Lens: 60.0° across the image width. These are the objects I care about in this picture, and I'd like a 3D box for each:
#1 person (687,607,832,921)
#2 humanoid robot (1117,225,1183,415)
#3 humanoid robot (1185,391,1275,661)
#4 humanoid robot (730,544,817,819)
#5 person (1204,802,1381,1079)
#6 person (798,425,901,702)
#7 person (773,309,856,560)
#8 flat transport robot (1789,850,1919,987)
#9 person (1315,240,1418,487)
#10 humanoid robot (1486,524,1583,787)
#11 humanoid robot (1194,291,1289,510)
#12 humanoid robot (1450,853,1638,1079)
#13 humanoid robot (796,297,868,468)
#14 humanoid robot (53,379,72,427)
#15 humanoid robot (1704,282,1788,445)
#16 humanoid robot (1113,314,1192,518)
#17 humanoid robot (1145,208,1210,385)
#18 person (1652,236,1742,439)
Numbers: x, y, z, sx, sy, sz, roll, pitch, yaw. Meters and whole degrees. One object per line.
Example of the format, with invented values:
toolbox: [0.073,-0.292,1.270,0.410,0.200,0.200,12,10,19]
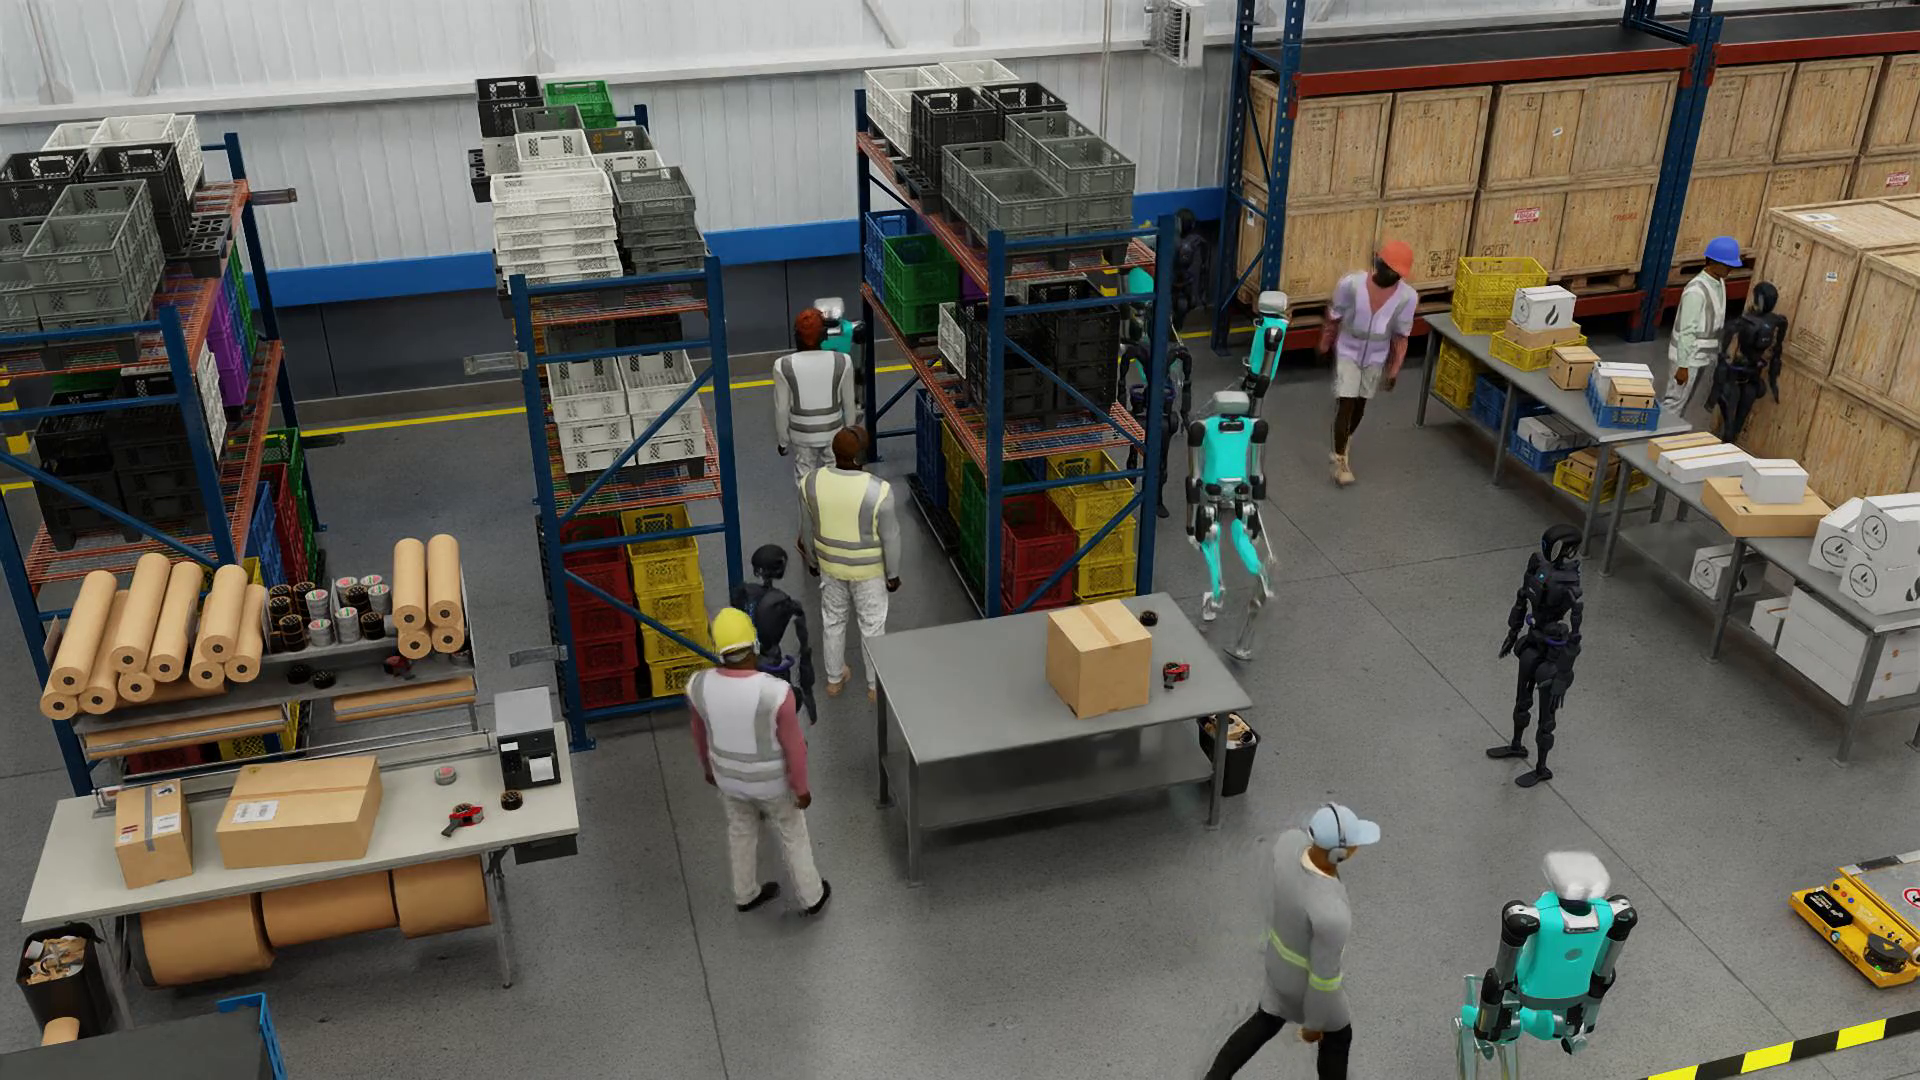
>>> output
person: [-1.039,1.160,8.457,0.629,1.815,0.446,10,30,18]
humanoid robot: [1.630,-1.655,13.664,0.539,1.819,0.666,-25,37,-37]
humanoid robot: [1.756,-0.004,10.652,0.534,1.719,1.040,-4,29,-7]
humanoid robot: [-1.055,0.763,9.351,0.611,1.624,0.739,17,33,28]
person: [1.470,1.858,7.178,0.817,1.827,0.593,-9,30,-15]
person: [-0.654,0.149,10.259,0.627,1.840,0.429,9,30,17]
person: [-1.022,-0.740,11.830,0.572,1.884,0.358,-5,29,-9]
flat transport robot: [5.163,1.916,8.676,1.431,0.231,0.659,-8,30,-14]
person: [3.130,-1.387,12.910,0.694,1.973,0.932,4,29,6]
humanoid robot: [3.331,0.649,9.503,0.315,1.657,0.599,-7,30,-13]
humanoid robot: [2.027,-1.052,12.463,0.741,1.695,0.533,3,29,5]
humanoid robot: [2.379,1.887,7.064,0.533,1.677,0.735,-3,29,-5]
humanoid robot: [-0.990,-1.080,12.591,0.531,1.759,0.772,-7,30,-12]
humanoid robot: [-6.514,-0.900,12.238,0.536,1.761,0.684,15,32,26]
humanoid robot: [6.105,-1.229,12.941,0.595,1.646,0.394,-7,30,-12]
humanoid robot: [1.443,-0.933,12.385,0.599,1.653,0.315,0,29,0]
humanoid robot: [1.906,-2.144,14.629,0.590,1.635,0.712,-9,30,-15]
person: [5.769,-1.456,13.071,0.399,1.942,0.613,20,35,32]
